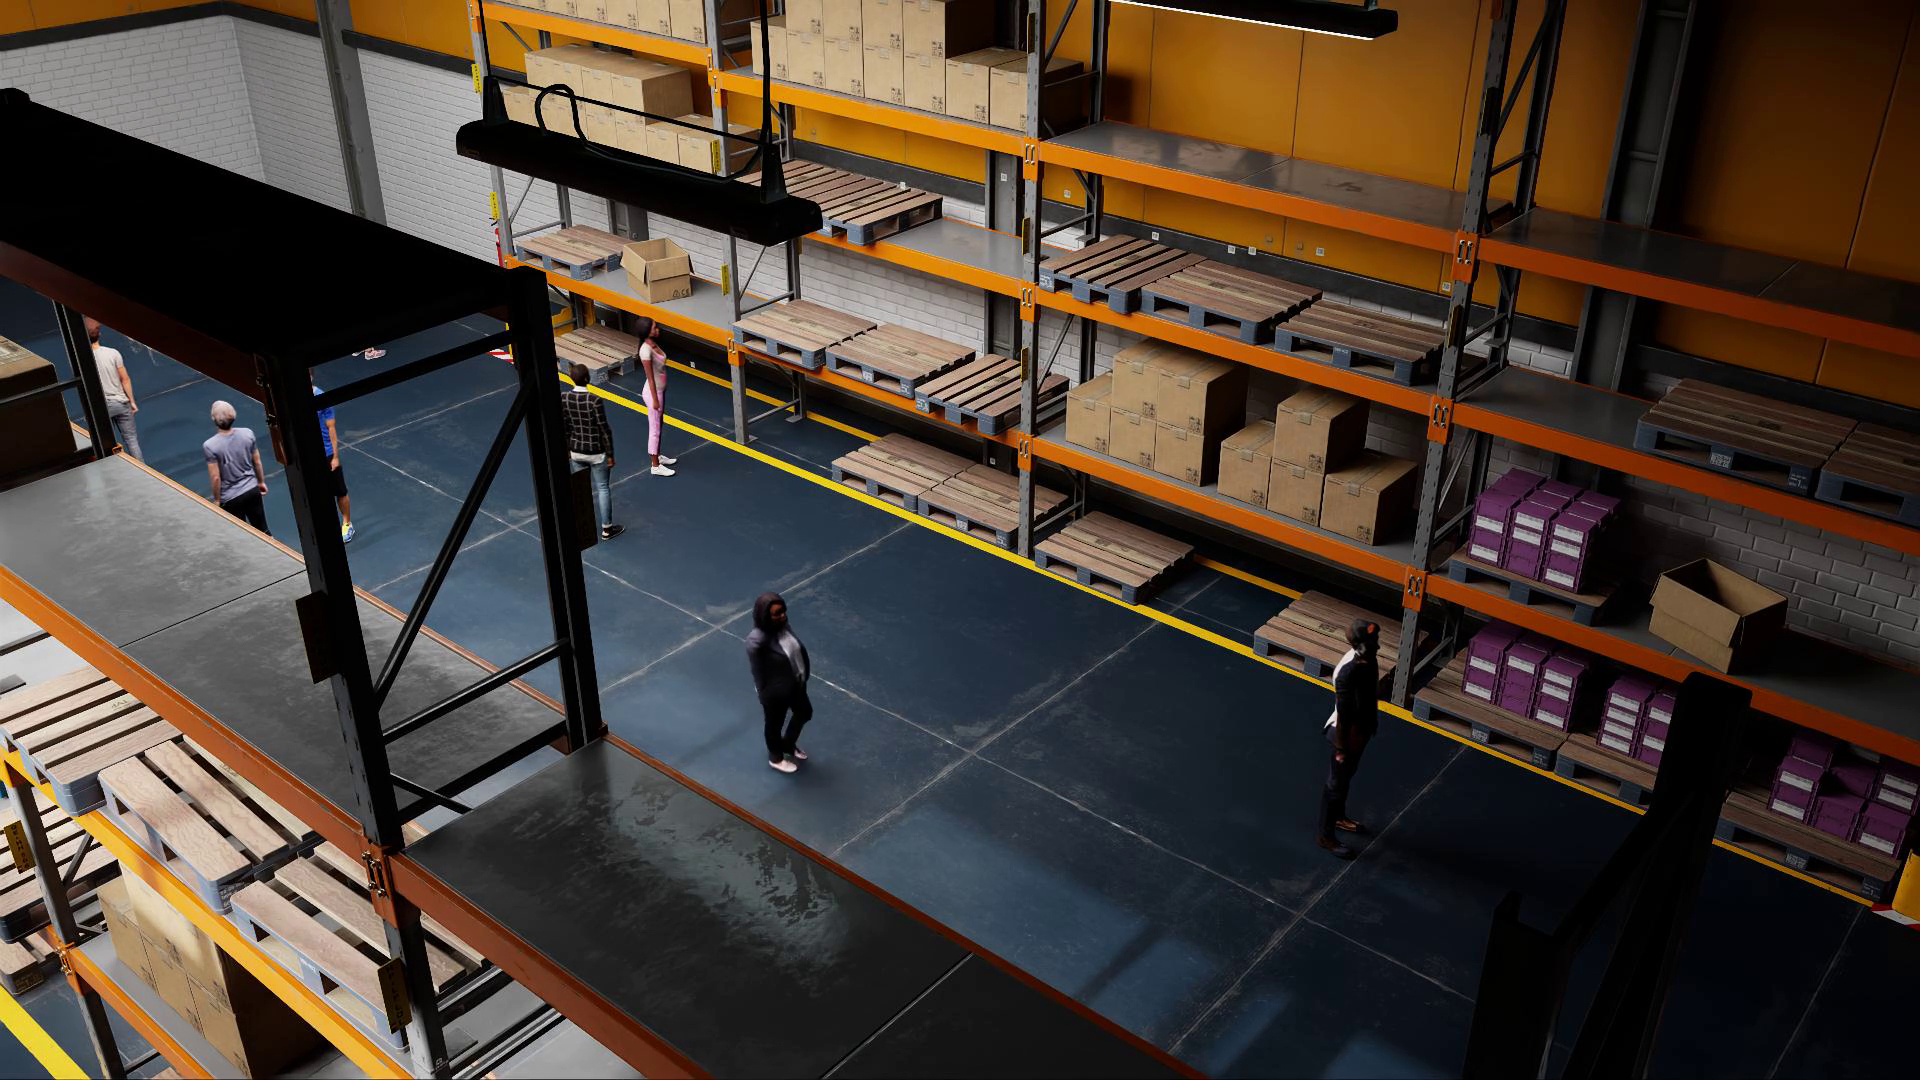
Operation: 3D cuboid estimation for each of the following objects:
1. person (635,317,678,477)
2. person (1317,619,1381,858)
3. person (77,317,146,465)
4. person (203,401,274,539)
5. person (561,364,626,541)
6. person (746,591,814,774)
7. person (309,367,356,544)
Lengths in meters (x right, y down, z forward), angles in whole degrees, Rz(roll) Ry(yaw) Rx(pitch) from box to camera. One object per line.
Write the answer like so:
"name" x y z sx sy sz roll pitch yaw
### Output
"person" -3.222 -1.534 17.532 0.707 1.742 0.649 -2 29 -4
"person" 2.817 1.389 12.015 0.647 1.892 0.726 15 32 26
"person" -8.739 -1.378 17.081 0.740 1.898 0.712 -13 31 -23
"person" -6.623 -0.404 15.307 0.544 1.888 0.655 22 35 34
"person" -3.626 -0.860 16.214 0.656 1.820 0.802 7 29 13
"person" -1.465 1.089 12.882 0.753 1.590 0.764 12 31 20
"person" -6.233 -0.865 16.170 0.680 1.870 0.766 2 29 4
